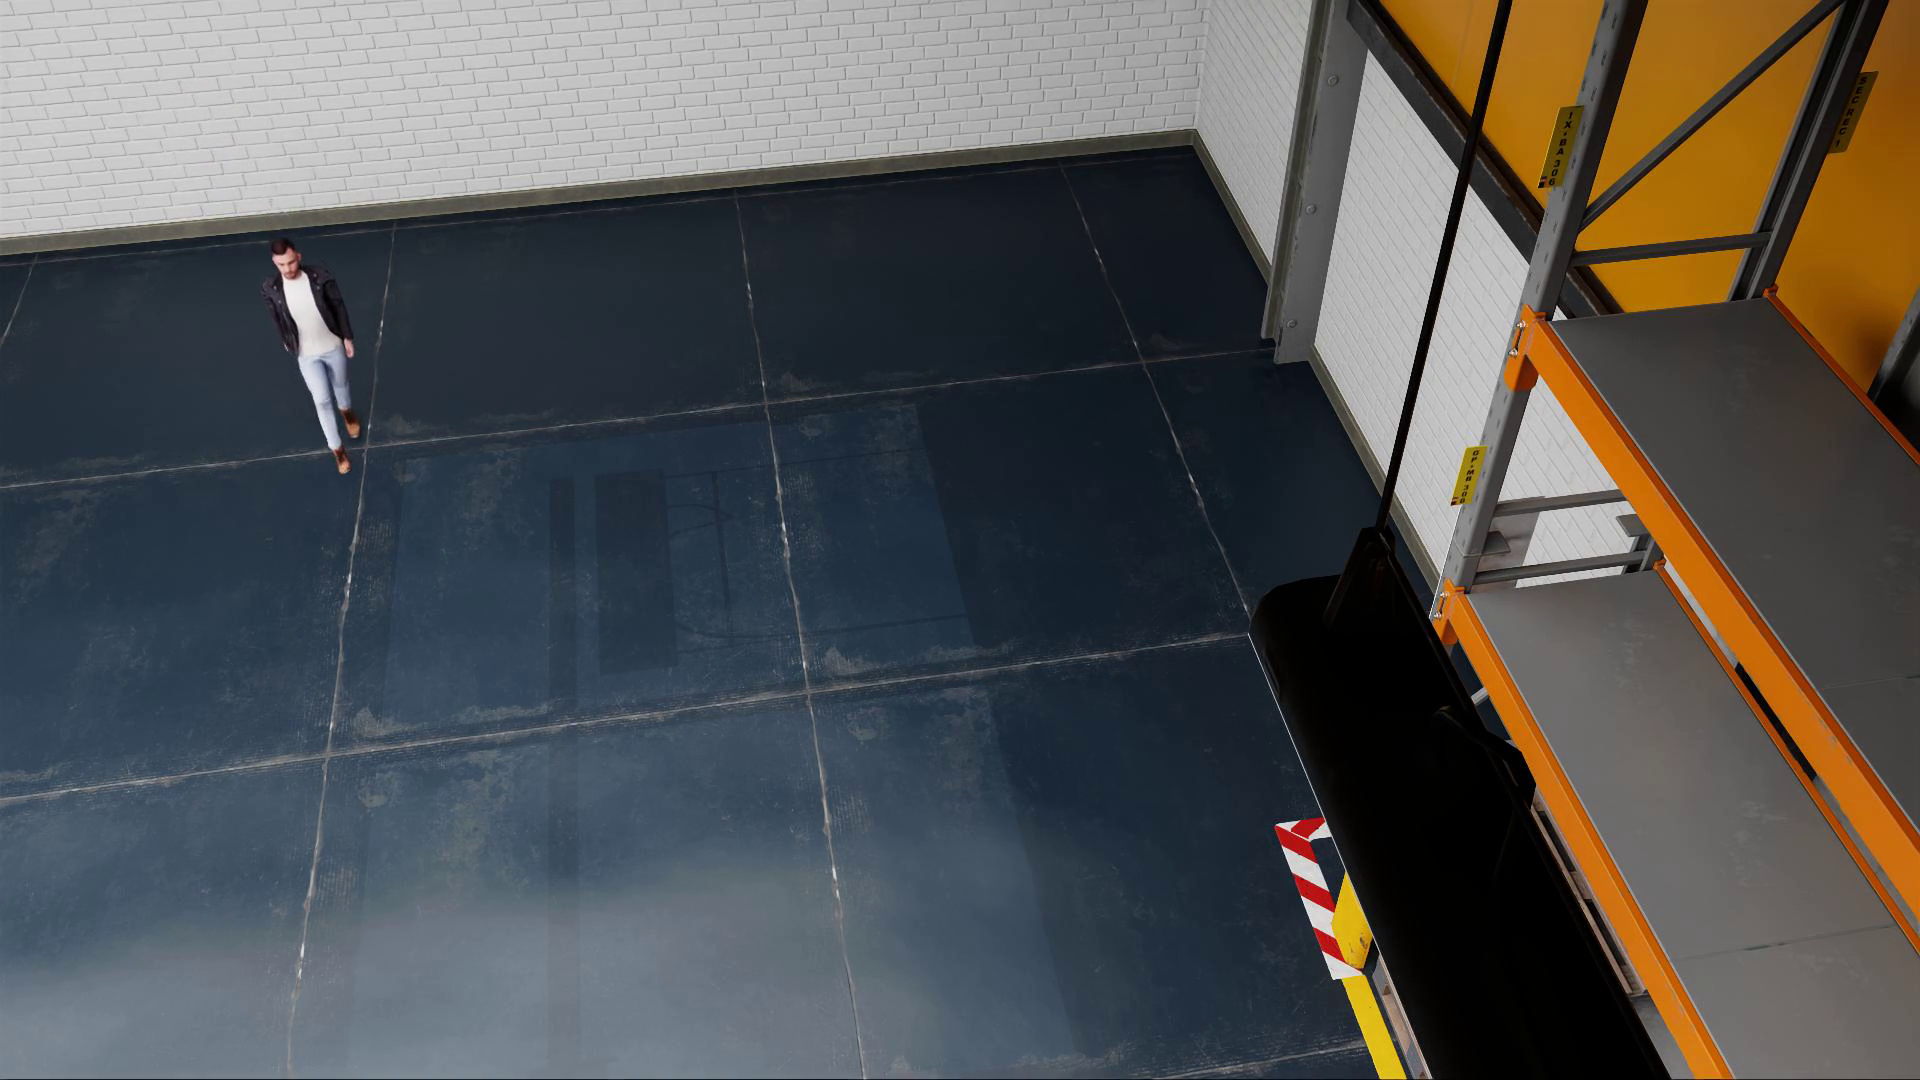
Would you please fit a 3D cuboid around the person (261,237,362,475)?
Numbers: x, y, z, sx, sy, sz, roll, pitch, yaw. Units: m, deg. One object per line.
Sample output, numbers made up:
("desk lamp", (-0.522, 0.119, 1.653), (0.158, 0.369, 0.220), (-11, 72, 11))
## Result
("person", (-4.610, -1.446, 11.947), (0.844, 1.803, 1.138), (-18, 47, -18))
